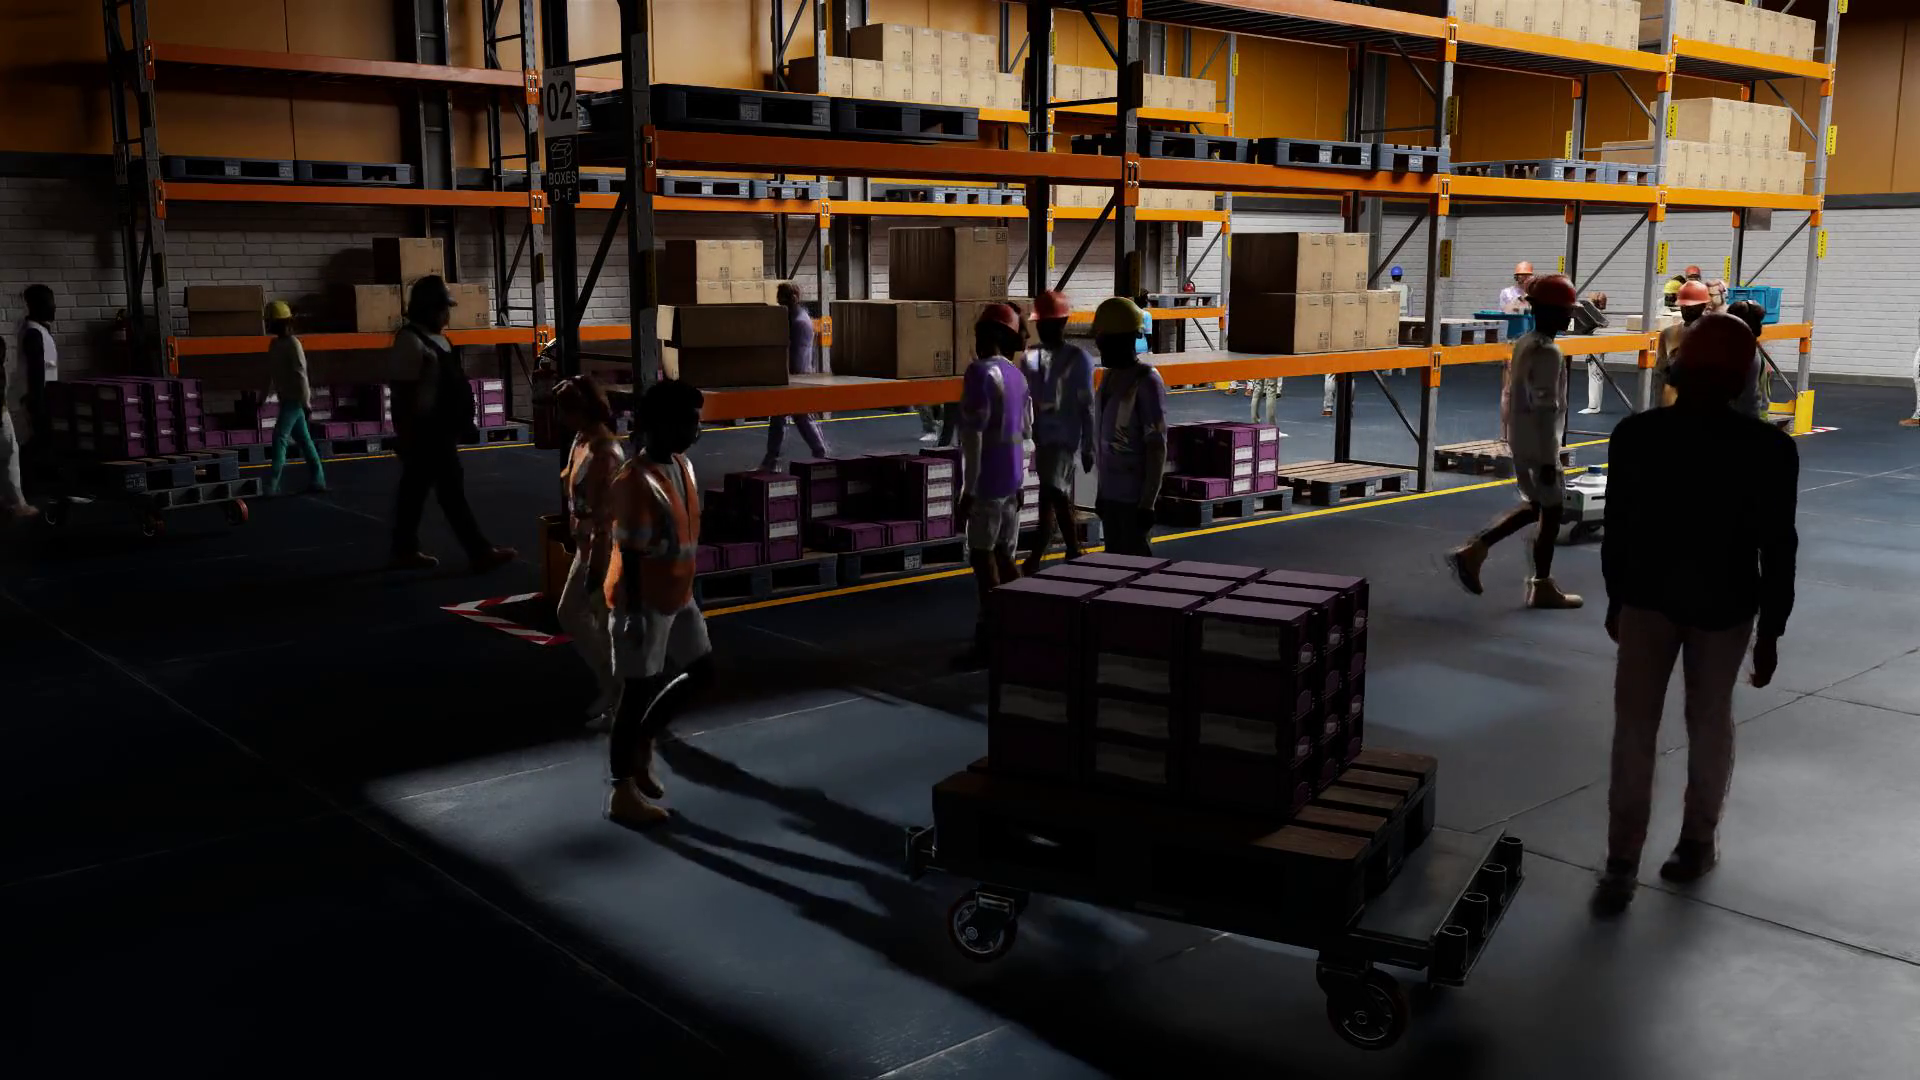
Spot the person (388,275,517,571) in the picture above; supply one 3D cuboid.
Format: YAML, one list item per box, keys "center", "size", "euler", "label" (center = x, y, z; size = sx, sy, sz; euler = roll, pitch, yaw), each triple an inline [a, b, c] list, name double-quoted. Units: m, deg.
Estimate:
- center: [-3.460, -0.801, 11.230]
  size: [0.957, 2.000, 0.689]
  euler: [-1, 10, -6]
  label: "person"

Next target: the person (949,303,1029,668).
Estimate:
- center: [0.194, -0.273, 8.639]
  size: [0.394, 1.886, 0.652]
  euler: [4, 10, 22]
  label: "person"

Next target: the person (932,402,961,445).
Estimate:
- center: [-0.009, -1.180, 14.141]
  size: [0.622, 1.798, 0.791]
  euler: [9, 13, 43]
  label: "person"

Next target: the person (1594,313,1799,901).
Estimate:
- center: [2.384, 0.232, 5.448]
  size: [0.637, 1.939, 0.859]
  euler: [7, 12, 36]
  label: "person"

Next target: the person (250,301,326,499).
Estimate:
- center: [-5.980, -1.213, 14.559]
  size: [0.847, 1.729, 0.536]
  euler: [-8, 12, -38]
  label: "person"

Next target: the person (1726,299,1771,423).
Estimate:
- center: [5.292, -0.723, 11.393]
  size: [0.430, 1.835, 0.626]
  euler: [0, 10, -1]
  label: "person"

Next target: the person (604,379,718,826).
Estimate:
- center: [-1.137, 0.230, 6.260]
  size: [0.401, 1.667, 0.623]
  euler: [3, 10, 14]
  label: "person"

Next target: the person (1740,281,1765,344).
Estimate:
- center: [12.379, -3.200, 26.162]
  size: [0.518, 1.736, 0.521]
  euler: [-3, 10, -15]
  label: "person"

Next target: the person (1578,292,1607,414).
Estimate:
- center: [8.566, -2.516, 22.429]
  size: [0.309, 1.645, 0.515]
  euler: [6, 11, 31]
  label: "person"

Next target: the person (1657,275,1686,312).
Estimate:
- center: [9.884, -2.729, 23.035]
  size: [0.519, 1.865, 0.328]
  euler: [1, 10, 9]
  label: "person"

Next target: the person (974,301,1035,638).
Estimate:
- center: [0.240, -0.351, 9.053]
  size: [0.350, 1.882, 0.583]
  euler: [-2, 10, -12]
  label: "person"

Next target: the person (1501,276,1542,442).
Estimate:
- center: [6.432, -2.029, 18.845]
  size: [0.402, 1.900, 0.645]
  euler: [-6, 11, -31]
  label: "person"

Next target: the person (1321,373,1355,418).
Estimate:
- center: [4.981, -2.566, 21.862]
  size: [0.627, 1.941, 0.370]
  euler: [1, 10, 4]
  label: "person"

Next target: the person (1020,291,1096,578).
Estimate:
- center: [0.510, -0.622, 10.589]
  size: [0.928, 1.894, 0.551]
  euler: [-8, 13, -40]
  label: "person"

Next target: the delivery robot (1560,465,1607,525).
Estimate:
- center: [4.747, -0.318, 12.469]
  size: [0.707, 0.478, 0.477]
  euler: [-5, 11, -28]
  label: "delivery robot"

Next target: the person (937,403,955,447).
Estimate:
- center: [0.046, -1.313, 15.557]
  size: [0.515, 1.586, 0.875]
  euler: [7, 12, 35]
  label: "person"

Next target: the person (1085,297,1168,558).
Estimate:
- center: [0.821, -0.254, 8.370]
  size: [0.382, 1.921, 0.591]
  euler: [-3, 10, -19]
  label: "person"

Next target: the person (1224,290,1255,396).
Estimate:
- center: [4.309, -3.156, 25.317]
  size: [0.630, 1.940, 0.371]
  euler: [6, 11, 32]
  label: "person"

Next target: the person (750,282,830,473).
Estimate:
- center: [-1.632, -1.551, 16.109]
  size: [0.817, 1.878, 0.662]
  euler: [-4, 10, -22]
  label: "person"

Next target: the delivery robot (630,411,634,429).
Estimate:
- center: [-3.363, -1.396, 18.781]
  size: [0.707, 0.478, 0.477]
  euler: [-8, 13, -39]
  label: "delivery robot"

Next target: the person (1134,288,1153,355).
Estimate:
- center: [2.418, -2.544, 22.440]
  size: [0.316, 1.696, 0.540]
  euler: [-6, 12, -33]
  label: "person"

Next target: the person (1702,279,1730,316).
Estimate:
- center: [7.195, -1.538, 15.978]
  size: [0.399, 1.900, 0.681]
  euler: [-5, 11, -29]
  label: "person"

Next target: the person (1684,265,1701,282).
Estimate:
- center: [11.829, -3.448, 26.949]
  size: [0.631, 1.968, 0.740]
  euler: [3, 10, 17]
  label: "person"

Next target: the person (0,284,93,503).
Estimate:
- center: [-7.915, -1.225, 14.149]
  size: [0.732, 1.895, 0.608]
  euler: [-5, 11, -28]
  label: "person"

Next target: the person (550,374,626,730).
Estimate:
- center: [-1.601, 0.067, 7.370]
  size: [0.394, 1.611, 0.583]
  euler: [-4, 11, -23]
  label: "person"

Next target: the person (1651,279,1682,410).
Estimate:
- center: [9.175, -2.457, 21.552]
  size: [0.437, 1.828, 0.611]
  euler: [-2, 10, -12]
  label: "person"

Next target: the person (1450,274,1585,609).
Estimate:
- center: [3.401, -0.577, 9.979]
  size: [0.695, 2.022, 0.620]
  euler: [0, 10, 2]
  label: "person"

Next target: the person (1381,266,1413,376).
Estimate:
- center: [7.759, -3.891, 29.609]
  size: [0.604, 1.942, 0.402]
  euler: [-1, 10, -9]
  label: "person"

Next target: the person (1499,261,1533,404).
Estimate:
- center: [8.022, -2.953, 23.812]
  size: [0.608, 2.048, 0.368]
  euler: [1, 10, 6]
  label: "person"

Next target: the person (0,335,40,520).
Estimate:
- center: [-7.763, -1.032, 13.265]
  size: [0.650, 1.808, 0.764]
  euler: [2, 10, 13]
  label: "person"

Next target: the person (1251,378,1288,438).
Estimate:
- center: [3.607, -2.125, 19.480]
  size: [0.335, 1.873, 0.521]
  euler: [-7, 12, -34]
  label: "person"

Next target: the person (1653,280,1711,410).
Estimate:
- center: [5.733, -1.072, 13.127]
  size: [0.552, 1.932, 0.377]
  euler: [9, 13, 41]
  label: "person"

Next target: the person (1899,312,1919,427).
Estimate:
- center: [12.106, -2.382, 20.814]
  size: [0.408, 1.934, 0.637]
  euler: [7, 12, 35]
  label: "person"

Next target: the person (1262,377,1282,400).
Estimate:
- center: [4.586, -2.986, 24.666]
  size: [0.404, 1.826, 0.592]
  euler: [-7, 12, -37]
  label: "person"

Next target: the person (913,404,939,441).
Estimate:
- center: [-0.380, -1.990, 19.091]
  size: [0.351, 1.723, 0.505]
  euler: [-9, 13, -42]
  label: "person"
